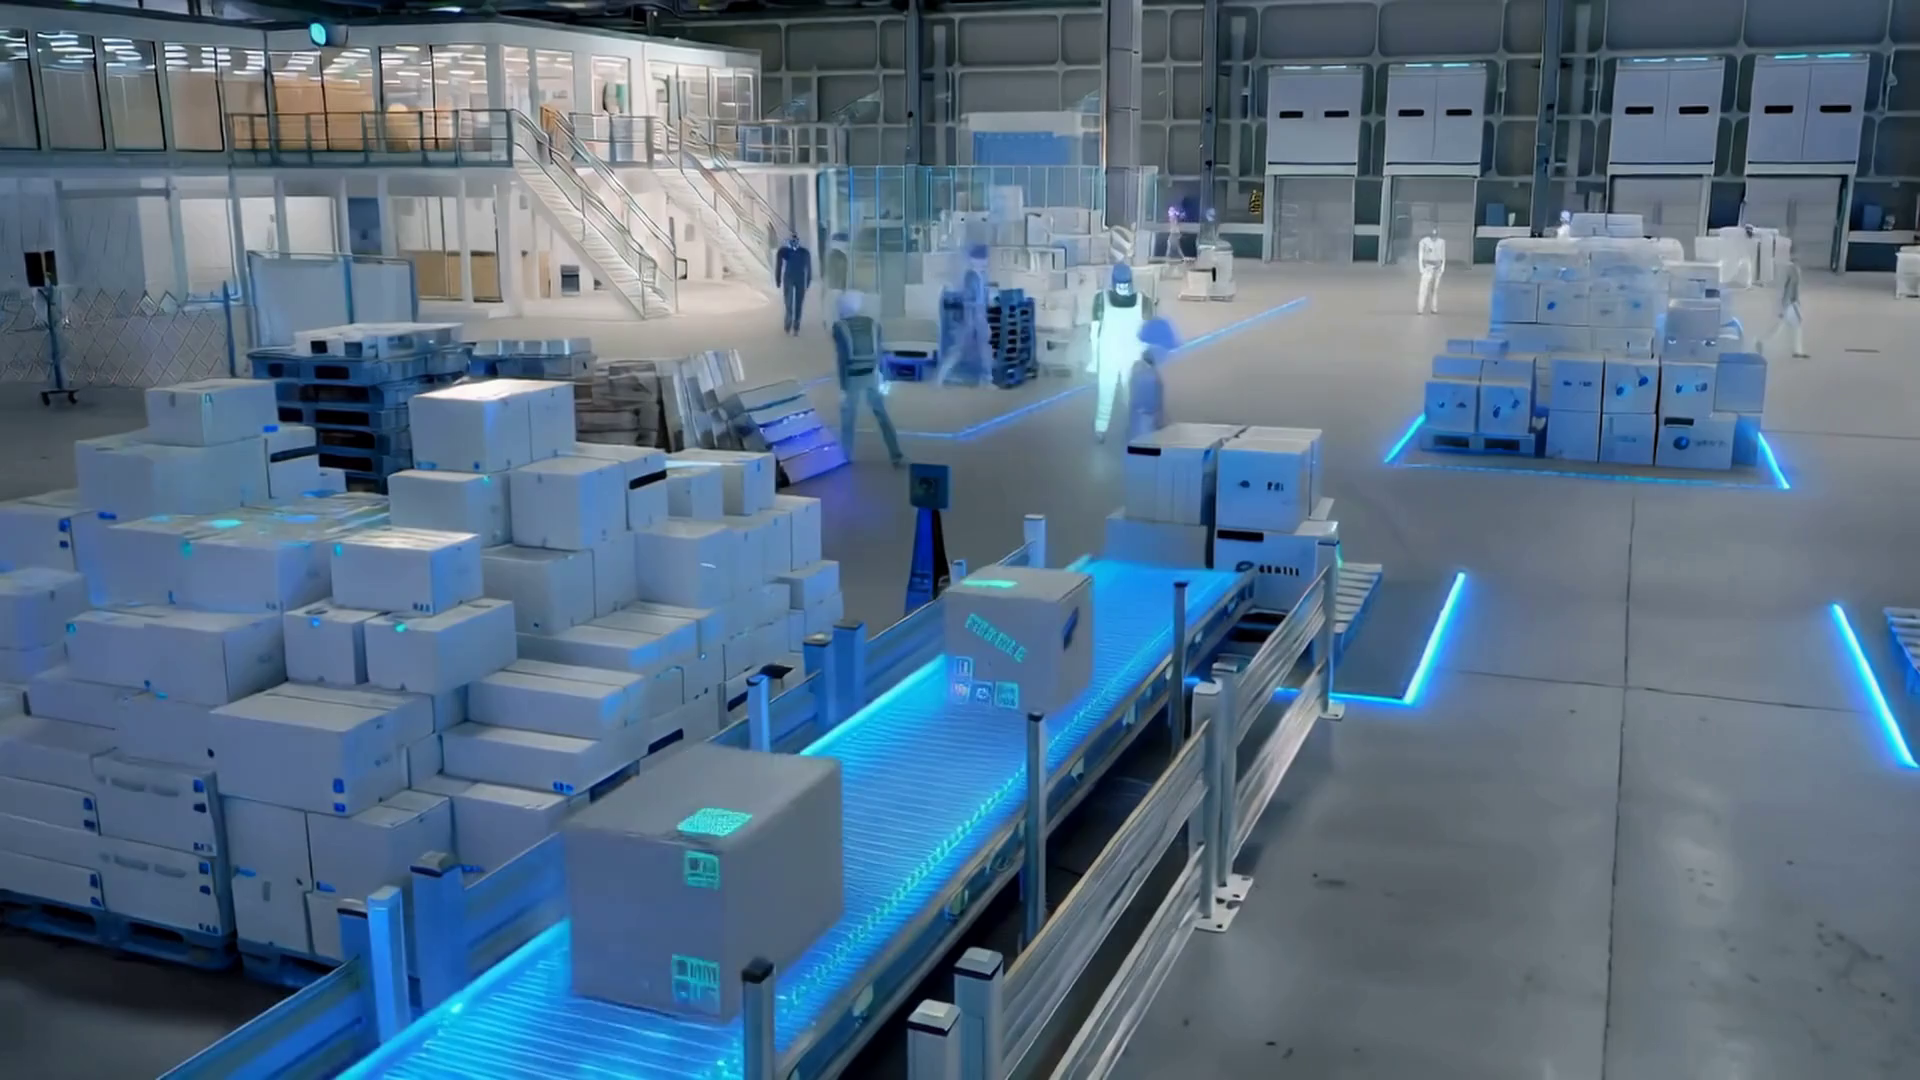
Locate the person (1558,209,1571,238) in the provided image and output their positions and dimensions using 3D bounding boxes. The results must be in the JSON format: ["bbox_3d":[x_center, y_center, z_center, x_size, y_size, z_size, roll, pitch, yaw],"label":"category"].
[{"bbox_3d":[16.569,-8.103,45.686,0.369,1.925,0.594,5,14,23],"label":"person"}]

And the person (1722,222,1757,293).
[{"bbox_3d":[19.348,-6.994,41.138,0.740,1.740,0.527,5,13,21],"label":"person"}]

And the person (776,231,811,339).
[{"bbox_3d":[-2.972,-4.559,29.814,0.627,1.910,0.664,-2,13,-10],"label":"person"}]

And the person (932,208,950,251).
[{"bbox_3d":[-0.475,-8.281,46.438,0.614,1.948,0.386,1,13,2],"label":"person"}]

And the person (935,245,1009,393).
[{"bbox_3d":[0.136,-3.003,22.647,1.000,2.014,0.626,4,13,19],"label":"person"}]

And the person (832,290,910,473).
[{"bbox_3d":[-0.944,-1.573,16.639,0.622,1.839,0.937,-8,15,-32],"label":"person"}]

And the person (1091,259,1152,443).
[{"bbox_3d":[1.789,-2.083,18.427,0.676,2.000,0.536,1,13,3],"label":"person"}]

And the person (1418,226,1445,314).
[{"bbox_3d":[9.922,-5.665,34.961,0.622,1.838,0.429,-4,13,-18],"label":"person"}]

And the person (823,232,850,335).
[{"bbox_3d":[-2.183,-4.565,29.841,0.482,1.913,0.606,-5,13,-19],"label":"person"}]

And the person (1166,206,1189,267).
[{"bbox_3d":[6.694,-9.401,51.577,0.800,1.912,0.551,9,15,35],"label":"person"}]

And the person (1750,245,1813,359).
[{"bbox_3d":[13.310,-3.833,26.807,0.917,1.834,0.530,8,15,31],"label":"person"}]

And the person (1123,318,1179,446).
[{"bbox_3d":[1.460,-0.758,12.787,0.421,1.908,0.578,1,13,4],"label":"person"}]

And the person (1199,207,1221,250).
[{"bbox_3d":[6.800,-8.074,45.410,0.623,1.989,0.400,9,15,35],"label":"person"}]
